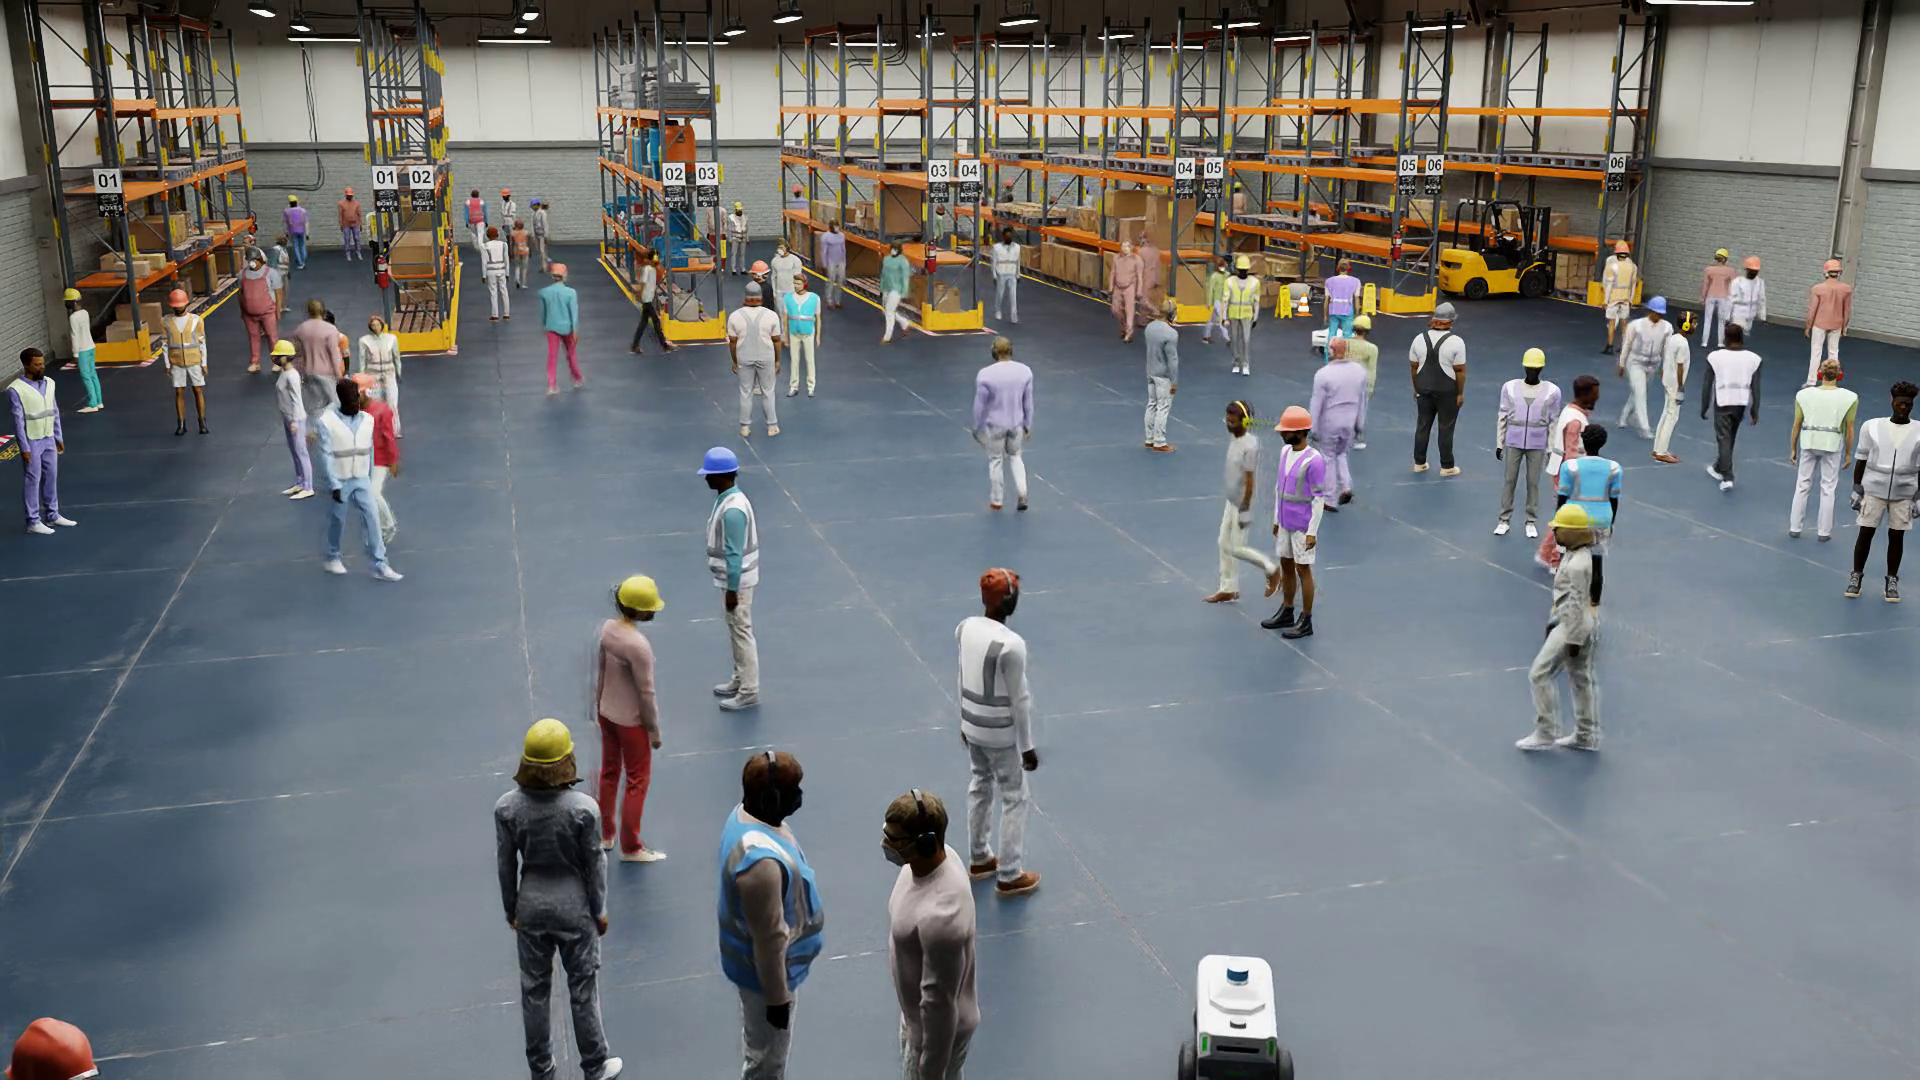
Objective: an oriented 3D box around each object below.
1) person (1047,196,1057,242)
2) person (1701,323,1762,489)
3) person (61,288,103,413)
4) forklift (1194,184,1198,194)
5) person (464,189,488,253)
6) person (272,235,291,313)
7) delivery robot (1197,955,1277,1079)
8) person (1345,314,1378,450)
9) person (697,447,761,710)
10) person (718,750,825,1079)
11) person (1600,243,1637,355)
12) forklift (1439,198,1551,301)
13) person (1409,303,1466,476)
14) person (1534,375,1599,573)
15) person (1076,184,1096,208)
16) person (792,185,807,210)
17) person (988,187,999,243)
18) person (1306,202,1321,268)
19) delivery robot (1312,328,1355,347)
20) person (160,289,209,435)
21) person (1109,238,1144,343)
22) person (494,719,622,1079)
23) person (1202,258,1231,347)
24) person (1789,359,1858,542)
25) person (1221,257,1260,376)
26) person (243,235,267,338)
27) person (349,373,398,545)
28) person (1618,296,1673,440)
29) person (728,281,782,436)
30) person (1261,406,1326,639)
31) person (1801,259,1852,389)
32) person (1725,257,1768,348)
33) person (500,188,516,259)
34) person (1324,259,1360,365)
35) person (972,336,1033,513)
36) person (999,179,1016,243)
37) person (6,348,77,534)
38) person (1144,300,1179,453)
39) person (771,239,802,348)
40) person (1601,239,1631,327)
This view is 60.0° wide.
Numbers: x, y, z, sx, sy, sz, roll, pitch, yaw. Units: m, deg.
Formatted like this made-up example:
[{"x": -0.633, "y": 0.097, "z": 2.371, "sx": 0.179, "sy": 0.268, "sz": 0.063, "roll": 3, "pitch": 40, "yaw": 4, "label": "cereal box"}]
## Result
[{"x": 2.633, "y": -9.124, "z": 48.068, "sx": 0.382, "sy": 1.620, "sz": 0.532, "roll": -9, "pitch": 18, "yaw": -32, "label": "person"}, {"x": 8.841, "y": -1.537, "z": 19.065, "sx": 0.588, "sy": 1.870, "sz": 1.016, "roll": 1, "pitch": 15, "yaw": 5, "label": "person"}, {"x": -12.475, "y": -2.688, "z": 23.599, "sx": 0.340, "sy": 1.757, "sz": 0.518, "roll": -1, "pitch": 15, "yaw": -5, "label": "person"}, {"x": 7.392, "y": -11.333, "z": 53.972, "sx": 1.873, "sy": 2.768, "sz": 1.129, "roll": -4, "pitch": 15, "yaw": -15, "label": "forklift"}, {"x": -13.951, "y": -9.195, "z": 47.985, "sx": 0.634, "sy": 1.819, "sz": 0.856, "roll": -3, "pitch": 15, "yaw": -10, "label": "person"}, {"x": -14.093, "y": -5.507, "z": 34.491, "sx": 0.328, "sy": 1.608, "sz": 0.635, "roll": 0, "pitch": 15, "yaw": -1, "label": "person"}, {"x": 1.250, "y": 2.144, "z": 7.535, "sx": 0.477, "sy": 0.478, "sz": 0.707, "roll": 2, "pitch": 15, "yaw": 8, "label": "delivery robot"}, {"x": 4.940, "y": -1.953, "z": 20.849, "sx": 0.535, "sy": 1.743, "sz": 0.700, "roll": 8, "pitch": 17, "yaw": 27, "label": "person"}, {"x": -1.674, "y": 0.271, "z": 12.123, "sx": 0.420, "sy": 1.937, "sz": 0.609, "roll": -4, "pitch": 15, "yaw": -14, "label": "person"}, {"x": -0.767, "y": 1.732, "z": 6.815, "sx": 0.429, "sy": 1.840, "sz": 0.630, "roll": -2, "pitch": 15, "yaw": -8, "label": "person"}, {"x": 11.427, "y": -4.186, "z": 28.890, "sx": 0.551, "sy": 1.933, "sz": 0.373, "roll": -2, "pitch": 15, "yaw": -7, "label": "person"}, {"x": 11.913, "y": -6.508, "z": 37.130, "sx": 2.313, "sy": 2.155, "sz": 1.214, "roll": -4, "pitch": 15, "yaw": -15, "label": "forklift"}, {"x": 5.683, "y": -1.791, "z": 19.678, "sx": 0.676, "sy": 2.000, "sz": 0.536, "roll": 13, "pitch": 20, "yaw": 41, "label": "person"}, {"x": 5.659, "y": -0.602, "z": 15.469, "sx": 0.459, "sy": 1.907, "sz": 0.598, "roll": 6, "pitch": 16, "yaw": 22, "label": "person"}, {"x": 3.644, "y": -9.368, "z": 48.391, "sx": 0.650, "sy": 1.929, "sz": 0.452, "roll": -4, "pitch": 15, "yaw": -14, "label": "person"}, {"x": -4.702, "y": -9.388, "z": 48.504, "sx": 0.585, "sy": 1.914, "sz": 0.440, "roll": 10, "pitch": 18, "yaw": 32, "label": "person"}, {"x": 0.913, "y": -9.467, "z": 48.988, "sx": 0.609, "sy": 1.818, "sz": 0.560, "roll": 10, "pitch": 18, "yaw": 33, "label": "person"}, {"x": 9.258, "y": -8.049, "z": 43.843, "sx": 0.556, "sy": 1.718, "sz": 0.863, "roll": -10, "pitch": 18, "yaw": -33, "label": "person"}, {"x": 6.439, "y": -3.482, "z": 28.709, "sx": 0.707, "sy": 0.478, "sz": 0.477, "roll": 13, "pitch": 20, "yaw": 41, "label": "delivery robot"}, {"x": -10.241, "y": -2.350, "z": 21.990, "sx": 0.543, "sy": 1.932, "sz": 0.365, "roll": -5, "pitch": 16, "yaw": -19, "label": "person"}, {"x": 3.050, "y": -4.572, "z": 30.422, "sx": 0.685, "sy": 1.892, "sz": 0.485, "roll": 12, "pitch": 19, "yaw": 38, "label": "person"}, {"x": -1.790, "y": 1.625, "z": 7.391, "sx": 0.487, "sy": 1.744, "sz": 0.312, "roll": 2, "pitch": 15, "yaw": 6, "label": "person"}, {"x": 4.665, "y": -4.286, "z": 29.944, "sx": 0.834, "sy": 1.579, "sz": 0.516, "roll": 14, "pitch": 20, "yaw": 41, "label": "person"}, {"x": 8.636, "y": -0.894, "z": 16.698, "sx": 0.560, "sy": 1.836, "sz": 0.394, "roll": 10, "pitch": 18, "yaw": 33, "label": "person"}, {"x": 4.495, "y": -3.575, "z": 26.681, "sx": 0.598, "sy": 1.889, "sz": 0.912, "roll": 3, "pitch": 15, "yaw": 10, "label": "person"}, {"x": -13.137, "y": -4.727, "z": 31.009, "sx": 0.636, "sy": 1.900, "sz": 0.399, "roll": 12, "pitch": 19, "yaw": 38, "label": "person"}, {"x": -5.876, "y": -0.795, "z": 16.514, "sx": 0.587, "sy": 1.729, "sz": 0.389, "roll": 6, "pitch": 16, "yaw": 22, "label": "person"}, {"x": 9.055, "y": -2.325, "z": 22.046, "sx": 0.615, "sy": 1.870, "sz": 1.055, "roll": -1, "pitch": 15, "yaw": -3, "label": "person"}, {"x": -2.687, "y": -2.393, "z": 21.943, "sx": 0.688, "sy": 2.000, "sz": 0.536, "roll": 0, "pitch": 15, "yaw": -1, "label": "person"}, {"x": 2.747, "y": -0.148, "z": 13.697, "sx": 0.367, "sy": 1.932, "sz": 0.551, "roll": -7, "pitch": 16, "yaw": -23, "label": "person"}, {"x": 13.176, "y": -3.259, "z": 25.287, "sx": 0.608, "sy": 1.995, "sz": 0.378, "roll": 1, "pitch": 15, "yaw": 5, "label": "person"}, {"x": 12.667, "y": -3.590, "z": 26.720, "sx": 0.564, "sy": 1.885, "sz": 0.965, "roll": -2, "pitch": 15, "yaw": -8, "label": "person"}, {"x": -12.568, "y": -8.802, "z": 46.280, "sx": 0.548, "sy": 1.929, "sz": 0.387, "roll": 13, "pitch": 20, "yaw": 41, "label": "person"}, {"x": 6.191, "y": -3.643, "z": 27.053, "sx": 0.561, "sy": 1.836, "sz": 0.393, "roll": 6, "pitch": 16, "yaw": 21, "label": "person"}, {"x": 0.457, "y": -1.224, "z": 17.763, "sx": 0.637, "sy": 1.924, "sz": 0.439, "roll": -7, "pitch": 16, "yaw": -24, "label": "person"}, {"x": 1.422, "y": -9.699, "z": 49.465, "sx": 0.528, "sy": 2.024, "sz": 0.631, "roll": -4, "pitch": 15, "yaw": -16, "label": "person"}, {"x": -9.453, "y": -1.021, "z": 17.043, "sx": 0.397, "sy": 1.910, "sz": 0.587, "roll": 3, "pitch": 15, "yaw": 10, "label": "person"}, {"x": 2.537, "y": -2.044, "z": 20.859, "sx": 0.390, "sy": 1.927, "sz": 0.636, "roll": -7, "pitch": 16, "yaw": -25, "label": "person"}, {"x": -3.098, "y": -4.398, "z": 29.704, "sx": 0.627, "sy": 1.933, "sz": 0.373, "roll": 8, "pitch": 17, "yaw": 27, "label": "person"}, {"x": 12.656, "y": -4.924, "z": 32.056, "sx": 0.493, "sy": 1.725, "sz": 0.652, "roll": -1, "pitch": 15, "yaw": -3, "label": "person"}]
